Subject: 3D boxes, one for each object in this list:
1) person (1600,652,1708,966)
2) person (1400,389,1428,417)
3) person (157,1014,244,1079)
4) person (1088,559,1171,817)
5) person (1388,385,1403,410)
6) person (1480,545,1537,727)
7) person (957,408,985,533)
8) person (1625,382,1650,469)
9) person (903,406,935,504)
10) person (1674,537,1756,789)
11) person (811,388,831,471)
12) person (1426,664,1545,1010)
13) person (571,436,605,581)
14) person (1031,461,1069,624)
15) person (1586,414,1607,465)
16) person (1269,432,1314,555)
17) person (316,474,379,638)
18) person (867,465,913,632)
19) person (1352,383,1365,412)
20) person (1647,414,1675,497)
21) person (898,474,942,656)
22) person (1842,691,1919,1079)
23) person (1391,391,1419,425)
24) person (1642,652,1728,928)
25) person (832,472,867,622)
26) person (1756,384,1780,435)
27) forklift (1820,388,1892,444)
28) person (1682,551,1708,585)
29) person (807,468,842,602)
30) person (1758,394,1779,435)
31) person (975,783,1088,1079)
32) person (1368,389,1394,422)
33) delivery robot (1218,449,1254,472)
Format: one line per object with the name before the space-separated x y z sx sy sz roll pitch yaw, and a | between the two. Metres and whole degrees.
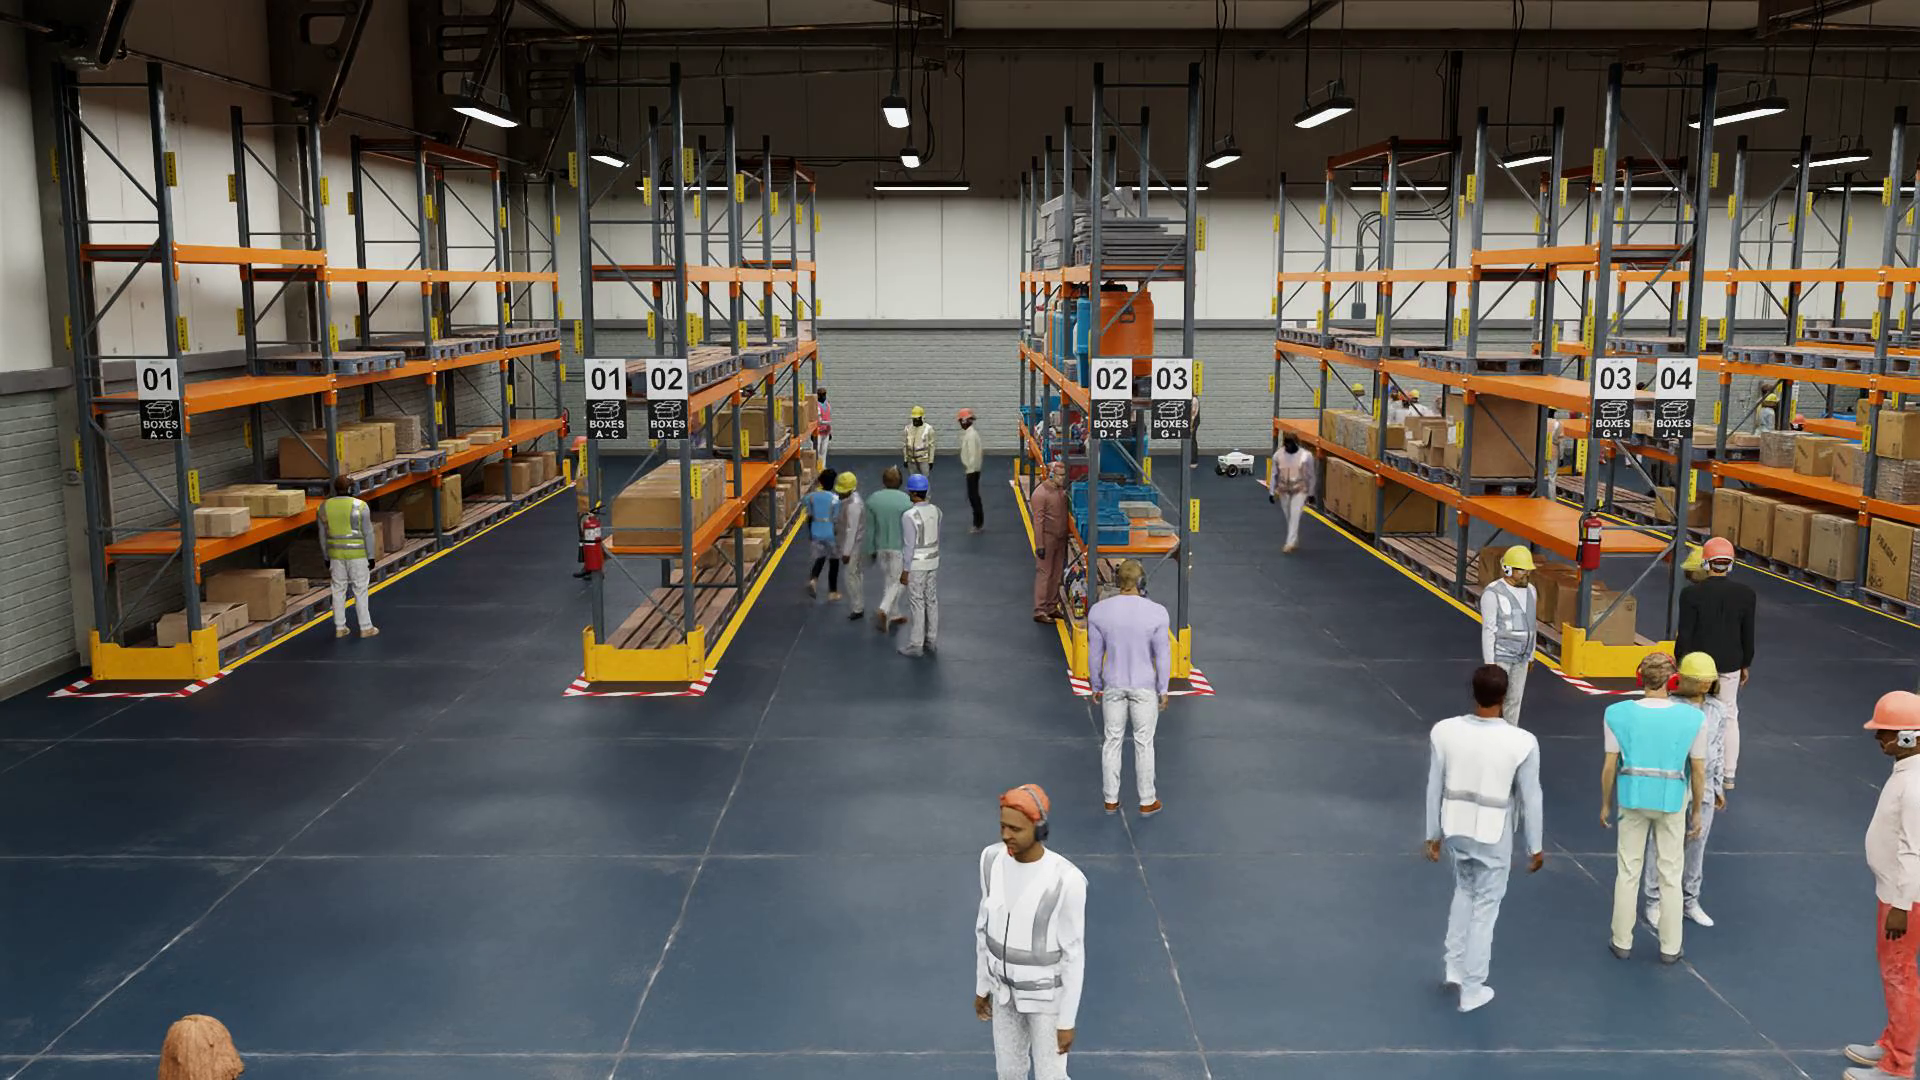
person | 4.027 1.569 9.699 0.563 1.837 0.388 4 10 21
person | 9.080 -2.103 33.352 0.600 1.827 0.403 2 9 12
person | -2.420 2.340 5.442 0.295 1.628 0.500 8 12 42
person | 1.261 1.103 12.395 0.627 1.934 0.371 3 9 18
person | 8.978 -2.269 34.343 0.333 1.859 0.508 -7 11 -36
person | 4.561 0.943 13.792 0.586 1.824 0.404 -5 10 -28
person | 0.174 -1.102 26.477 0.450 1.971 0.712 0 9 2
person | 14.416 -2.429 35.377 0.533 1.855 0.348 7 11 36
person | -0.725 -1.419 28.980 0.596 1.825 0.404 4 10 24
person | 5.901 0.968 13.062 0.616 1.993 0.395 0 9 0
person | -2.819 -2.167 33.722 0.430 1.845 0.624 6 11 35
person | 2.897 1.622 9.162 0.601 1.899 0.544 8 12 42
person | -4.984 -0.425 22.209 0.379 1.937 0.548 -6 11 -35
person | 1.088 0.023 19.478 0.401 1.894 0.654 6 11 33
person | 13.861 -2.551 36.039 0.642 1.897 0.394 -2 9 -16
person | 4.892 -0.706 24.520 0.635 1.790 0.972 5 10 28
person | -6.837 0.182 18.616 0.627 1.844 0.429 1 9 4
person | -0.789 0.104 18.901 0.638 1.916 0.800 5 10 29
person | 8.841 -2.618 36.987 0.323 1.736 0.490 3 9 18
person | 12.892 -1.708 30.520 0.566 1.918 0.615 0 9 -2
person | -0.431 0.265 17.737 0.391 1.948 0.605 6 10 32
person | 4.649 1.726 8.252 0.411 1.979 0.628 4 10 25
person | 8.452 -1.870 31.538 0.567 1.924 0.440 7 11 37
person | 4.490 1.537 10.238 0.505 1.734 0.360 -2 9 -11
person | -1.307 0.058 19.638 0.406 1.787 0.735 -1 9 -6
person | 16.988 -2.357 35.005 0.432 1.828 0.702 -2 9 -11
forklift | 20.072 -3.110 36.462 1.873 2.768 1.129 0 9 0
person | 6.278 0.933 14.204 0.308 1.718 0.632 2 9 16
person | -1.659 -0.054 20.622 0.551 1.680 0.425 4 10 23
person | 16.303 -2.089 33.578 0.325 1.732 0.489 0 9 -2
person | 0.290 1.951 7.111 0.574 1.880 0.358 8 12 43
person | 8.437 -2.150 33.495 0.683 1.895 0.645 -6 11 -34
delivery robot | 5.654 -1.621 34.034 0.707 0.478 0.477 -4 9 -23
